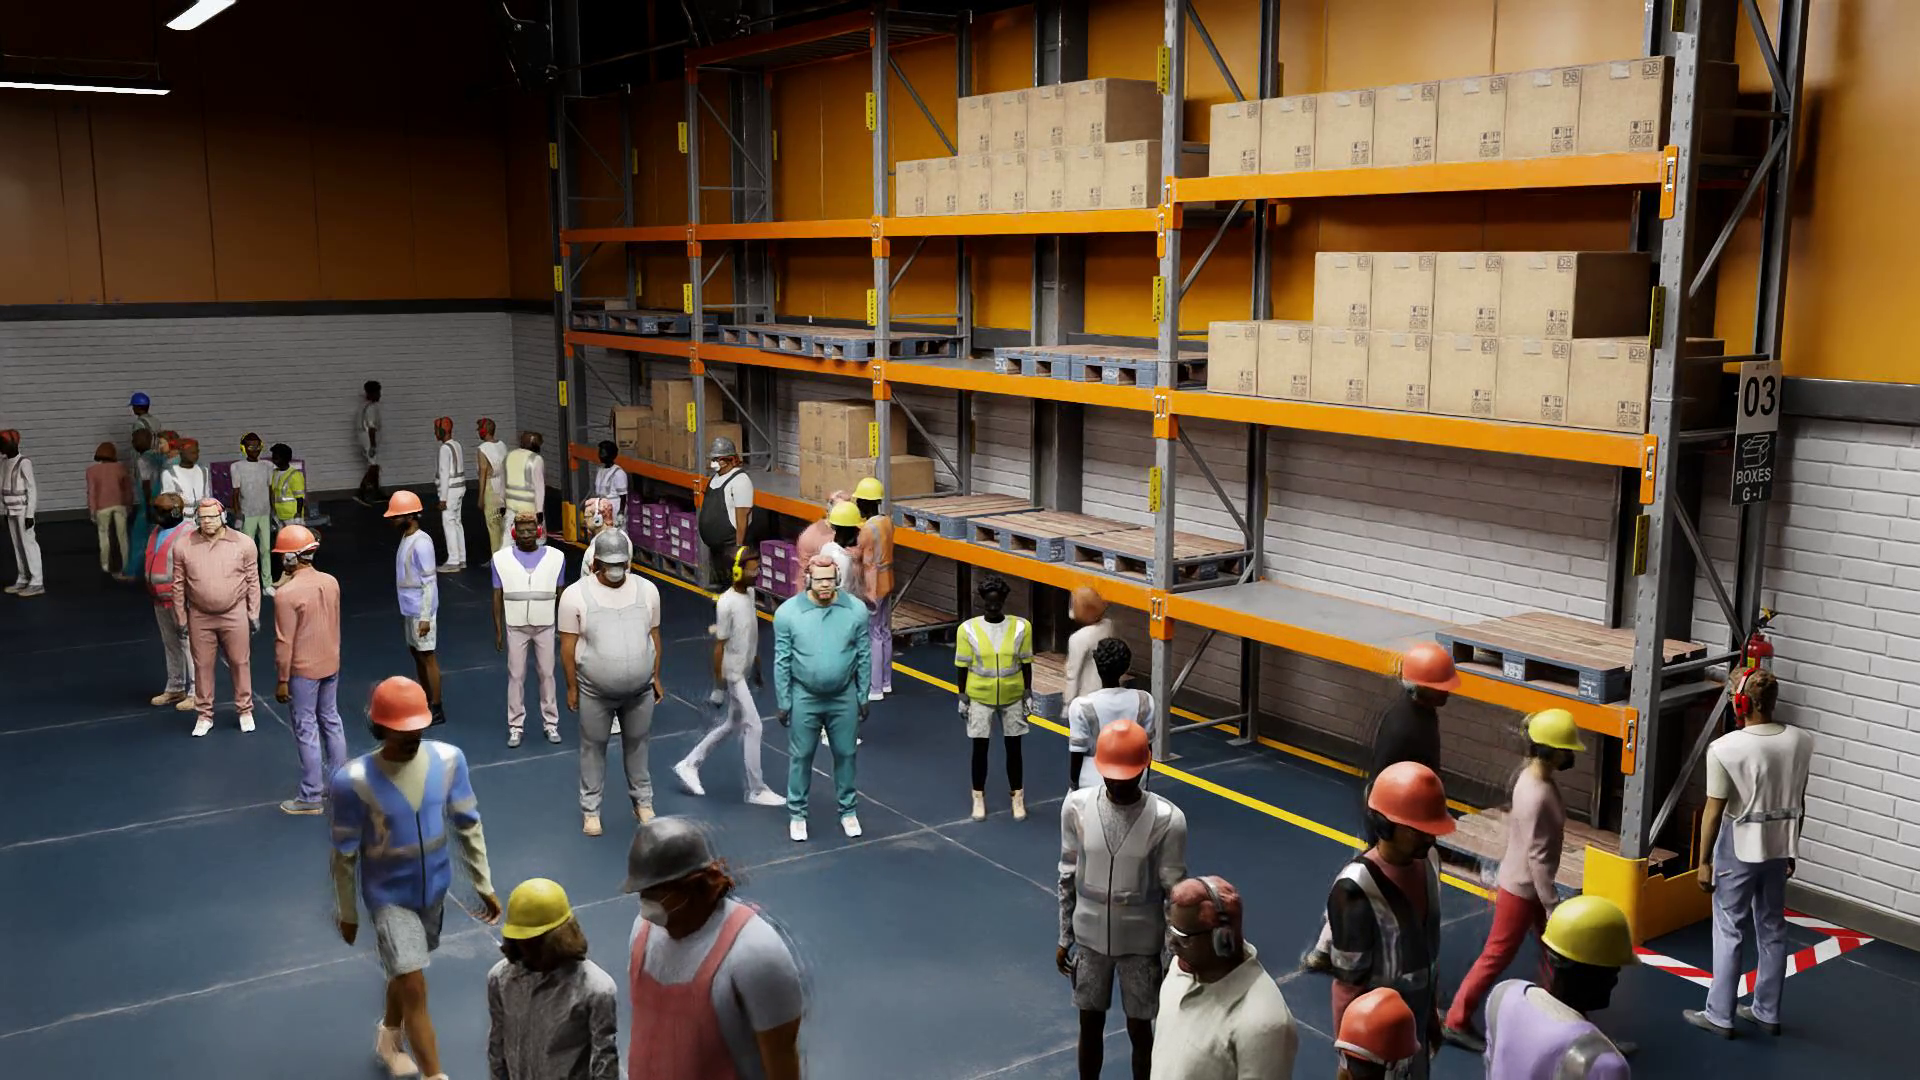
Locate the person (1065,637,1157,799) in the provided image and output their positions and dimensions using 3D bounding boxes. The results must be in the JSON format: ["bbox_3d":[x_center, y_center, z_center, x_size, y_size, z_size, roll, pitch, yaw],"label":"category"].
[{"bbox_3d":[0.843,1.379,9.331,0.532,1.697,0.320,-3,10,-17],"label":"person"}]

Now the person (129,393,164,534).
[{"bbox_3d":[-11.174,-1.054,22.876,0.406,1.947,0.606,0,10,-2],"label":"person"}]

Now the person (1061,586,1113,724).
[{"bbox_3d":[0.903,1.086,11.329,0.343,1.609,0.589,6,11,32],"label":"person"}]

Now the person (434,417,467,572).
[{"bbox_3d":[-6.185,-0.555,20.162,0.362,1.879,0.584,0,10,-2],"label":"person"}]

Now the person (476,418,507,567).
[{"bbox_3d":[-5.712,-0.575,20.408,0.388,1.837,0.566,2,10,13],"label":"person"}]

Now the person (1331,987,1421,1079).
[{"bbox_3d":[1.174,2.128,4.772,0.561,1.750,0.327,8,13,40],"label":"person"}]

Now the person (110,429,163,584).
[{"bbox_3d":[-9.526,-0.388,19.389,0.895,1.800,0.529,0,10,-1],"label":"person"}]

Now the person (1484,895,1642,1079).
[{"bbox_3d":[1.819,1.997,5.074,0.399,1.912,0.597,-3,10,-19],"label":"person"}]

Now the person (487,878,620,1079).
[{"bbox_3d":[-1.390,1.979,5.710,0.486,1.736,0.361,3,10,17],"label":"person"}]

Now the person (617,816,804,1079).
[{"bbox_3d":[-0.811,1.847,5.579,0.721,2.000,0.658,8,12,38],"label":"person"}]

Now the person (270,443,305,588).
[{"bbox_3d":[-7.692,-0.269,19.016,0.533,1.692,0.319,6,11,32],"label":"person"}]

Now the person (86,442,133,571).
[{"bbox_3d":[-10.161,-0.365,19.892,0.533,1.582,0.878,-7,12,-37],"label":"person"}]

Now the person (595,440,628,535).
[{"bbox_3d":[-4.037,-0.315,19.270,0.322,1.697,0.535,-9,13,-43],"label":"person"}]

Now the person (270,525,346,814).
[{"bbox_3d":[-4.481,0.881,11.410,0.407,1.987,0.615,3,10,14],"label":"person"}]

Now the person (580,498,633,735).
[{"bbox_3d":[-2.838,0.602,13.309,0.399,1.900,0.645,1,10,8],"label":"person"}]

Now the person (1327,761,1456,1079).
[{"bbox_3d":[1.576,1.776,6.037,0.403,2.030,0.612,9,13,44],"label":"person"}]

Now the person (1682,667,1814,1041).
[{"bbox_3d":[3.835,1.528,8.058,0.560,1.836,0.395,-2,10,-14],"label":"person"}]

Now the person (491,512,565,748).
[{"bbox_3d":[-3.347,0.684,12.971,0.565,1.846,0.390,-3,10,-19],"label":"person"}]

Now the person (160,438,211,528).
[{"bbox_3d":[-8.251,-0.153,17.834,0.497,1.868,0.643,6,11,32],"label":"person"}]

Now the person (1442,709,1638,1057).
[{"bbox_3d":[2.731,1.627,7.810,0.873,1.716,0.529,5,11,28],"label":"person"}]

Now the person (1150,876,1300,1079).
[{"bbox_3d":[0.787,1.975,5.262,0.398,1.899,0.654,-3,10,-18],"label":"person"}]

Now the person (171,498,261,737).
[{"bbox_3d":[-5.910,0.608,13.240,0.651,1.907,0.409,-3,10,-19],"label":"person"}]

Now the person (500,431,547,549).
[{"bbox_3d":[-5.061,-0.387,19.432,0.742,1.777,0.895,4,11,25],"label":"person"}]

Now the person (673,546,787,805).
[{"bbox_3d":[-1.616,0.934,11.578,0.810,1.839,0.520,2,10,10],"label":"person"}]

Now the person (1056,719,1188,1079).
[{"bbox_3d":[0.663,1.673,6.950,0.550,1.925,0.389,4,10,21],"label":"person"}]

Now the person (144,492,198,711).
[{"bbox_3d":[-6.615,0.509,14.018,0.627,1.844,0.429,6,11,31],"label":"person"}]

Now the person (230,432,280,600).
[{"bbox_3d":[-7.812,-0.264,18.471,0.328,1.872,0.513,7,12,37],"label":"person"}]

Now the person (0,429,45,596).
[{"bbox_3d":[-10.588,-0.313,18.714,0.585,1.882,0.337,7,12,36],"label":"person"}]

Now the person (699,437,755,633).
[{"bbox_3d":[-2.351,-0.036,16.631,0.537,2.000,0.683,-7,12,-36],"label":"person"}]

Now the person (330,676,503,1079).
[{"bbox_3d":[-2.425,1.565,7.393,1.043,1.987,0.622,9,13,43],"label":"person"}]

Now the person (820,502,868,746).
[{"bbox_3d":[-0.912,0.654,12.961,0.405,1.915,0.592,-2,10,-12],"label":"person"}]

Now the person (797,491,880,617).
[{"bbox_3d":[-1.037,0.510,13.895,0.659,1.881,0.552,-5,11,-27],"label":"person"}]

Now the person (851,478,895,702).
[{"bbox_3d":[-0.756,0.423,14.259,0.363,1.930,0.587,3,10,17],"label":"person"}]

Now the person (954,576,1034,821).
[{"bbox_3d":[0.231,1.064,11.219,0.538,1.686,0.319,-1,10,-6],"label":"person"}]

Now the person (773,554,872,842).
[{"bbox_3d":[-0.885,1.024,10.841,0.644,1.898,0.398,-2,10,-13],"label":"person"}]

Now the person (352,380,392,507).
[{"bbox_3d":[-9.079,-1.491,25.503,0.683,1.939,0.715,-7,12,-34],"label":"person"}]

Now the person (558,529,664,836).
[{"bbox_3d":[-2.269,0.925,10.988,0.689,2.000,0.539,-5,11,-27],"label":"person"}]

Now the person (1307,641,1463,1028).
[{"bbox_3d":[2.140,1.419,8.442,0.812,1.954,0.687,4,11,24],"label":"person"}]

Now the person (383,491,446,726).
[{"bbox_3d":[-4.424,0.557,13.462,0.377,1.932,0.552,-6,11,-32],"label":"person"}]
